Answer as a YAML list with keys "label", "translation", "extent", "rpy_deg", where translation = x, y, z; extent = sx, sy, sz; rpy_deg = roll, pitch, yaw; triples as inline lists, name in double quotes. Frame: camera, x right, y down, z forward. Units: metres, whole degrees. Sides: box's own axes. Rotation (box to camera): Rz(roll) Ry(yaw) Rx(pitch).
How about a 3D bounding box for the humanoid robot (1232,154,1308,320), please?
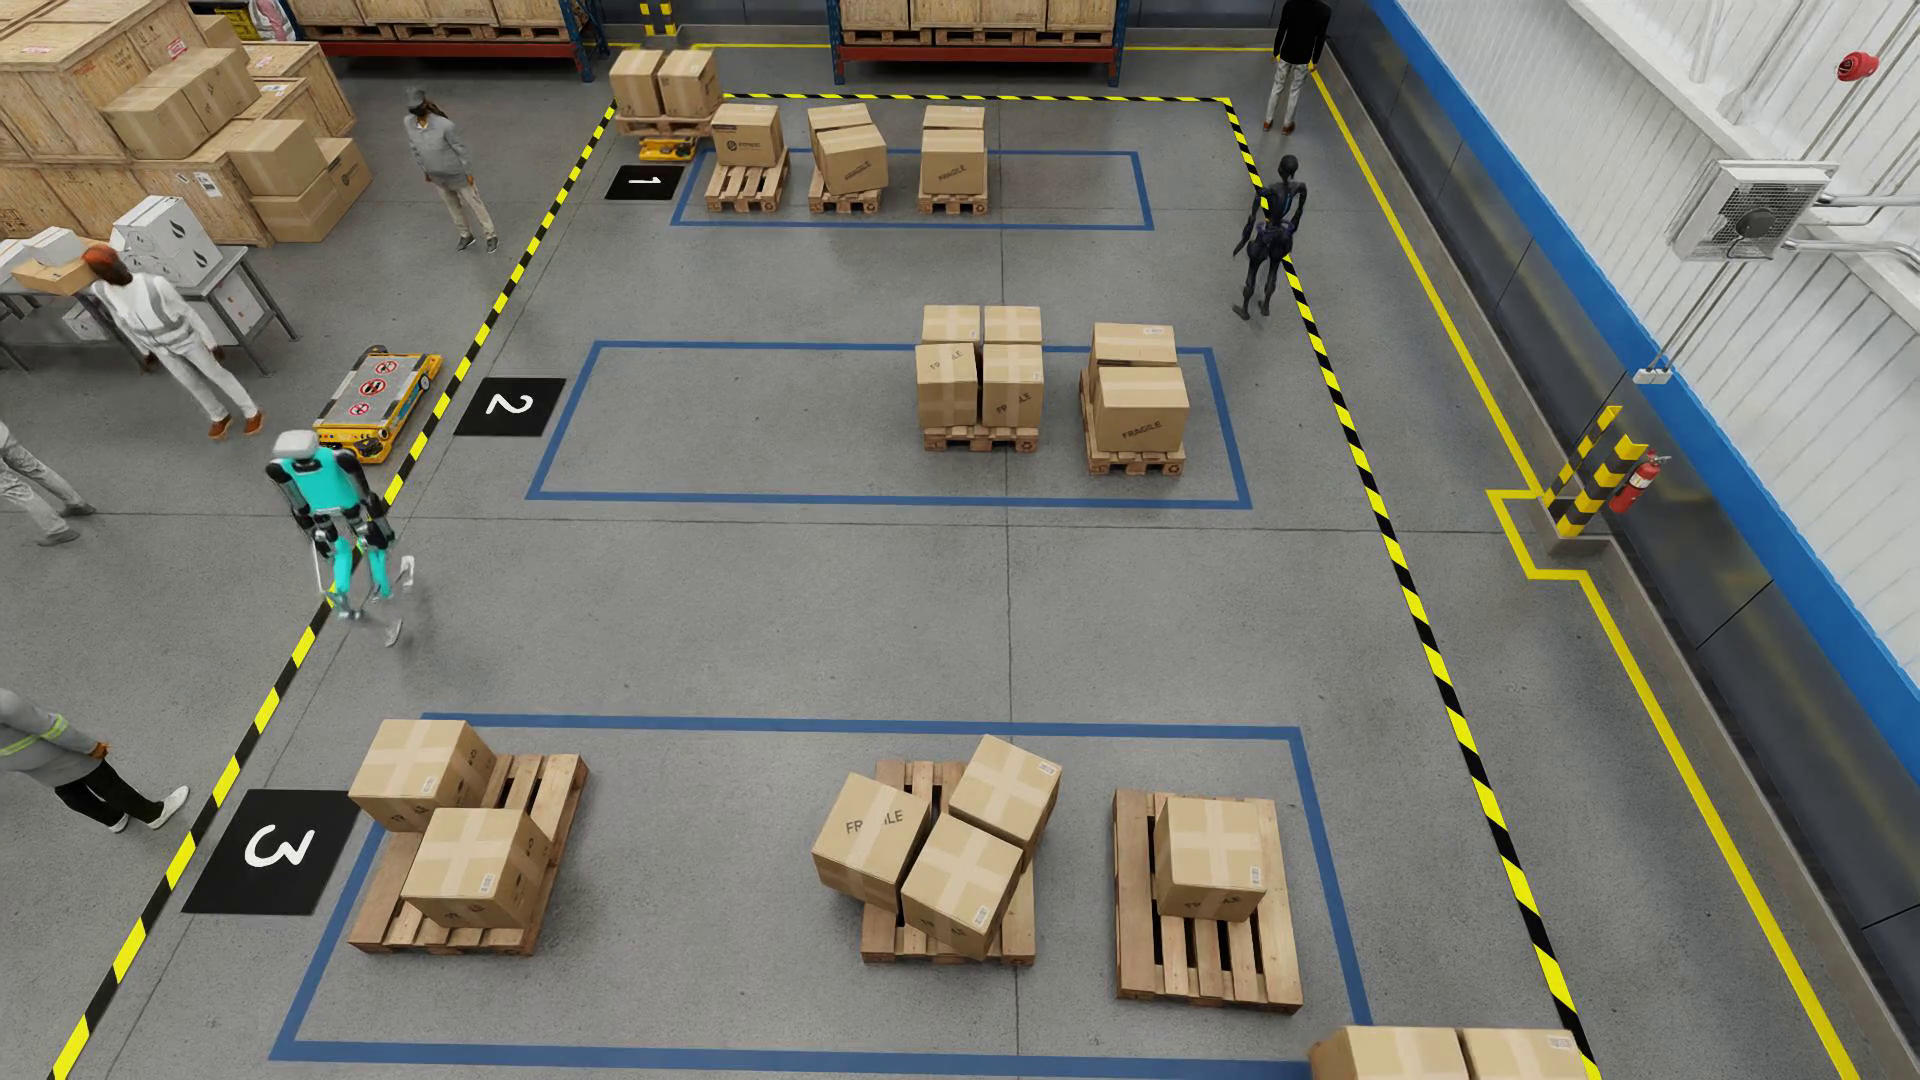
- label: "humanoid robot"
  translation: [3.000, -2.925, 8.910]
  extent: [0.599, 1.657, 0.315]
  rpy_deg: [-8, 50, -7]

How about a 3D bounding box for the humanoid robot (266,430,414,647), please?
- label: "humanoid robot"
  translation: [-4.207, 0.086, 6.333]
  extent: [0.552, 1.720, 1.043]
  rpy_deg: [-11, 51, -9]

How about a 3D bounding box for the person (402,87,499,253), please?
- label: "person"
  translation: [-5.397, -3.888, 9.673]
  extent: [0.574, 1.768, 0.400]
  rpy_deg: [6, 50, 5]

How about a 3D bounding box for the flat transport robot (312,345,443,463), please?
- label: "flat transport robot"
  translation: [-5.383, -1.269, 8.441]
  extent: [0.659, 0.231, 1.431]
  rpy_deg: [1, 50, 1]

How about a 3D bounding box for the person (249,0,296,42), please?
- label: "person"
  translation: [-8.784, -6.479, 11.825]
  extent: [0.403, 1.833, 0.585]
  rpy_deg: [-25, 54, -20]

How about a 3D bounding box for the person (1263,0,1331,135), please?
- label: "person"
  translation: [4.190, -6.041, 11.421]
  extent: [0.590, 1.881, 0.381]
  rpy_deg: [22, 53, 18]

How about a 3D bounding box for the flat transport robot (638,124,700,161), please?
- label: "flat transport robot"
  translation: [-3.685, -5.349, 11.875]
  extent: [0.652, 0.197, 1.431]
  rpy_deg: [1, 50, 1]

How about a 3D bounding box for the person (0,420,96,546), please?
- label: "person"
  translation: [-7.416, -0.731, 6.892]
  extent: [0.411, 1.939, 0.610]
  rpy_deg: [-8, 50, -6]

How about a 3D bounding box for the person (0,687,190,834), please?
- label: "person"
  translation: [-5.337, 1.175, 5.335]
  extent: [0.596, 1.850, 0.396]
  rpy_deg: [-2, 50, -2]

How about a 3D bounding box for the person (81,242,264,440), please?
- label: "person"
  translation: [-6.586, -1.641, 7.697]
  extent: [0.592, 1.881, 0.339]
  rpy_deg: [-7, 50, -6]
